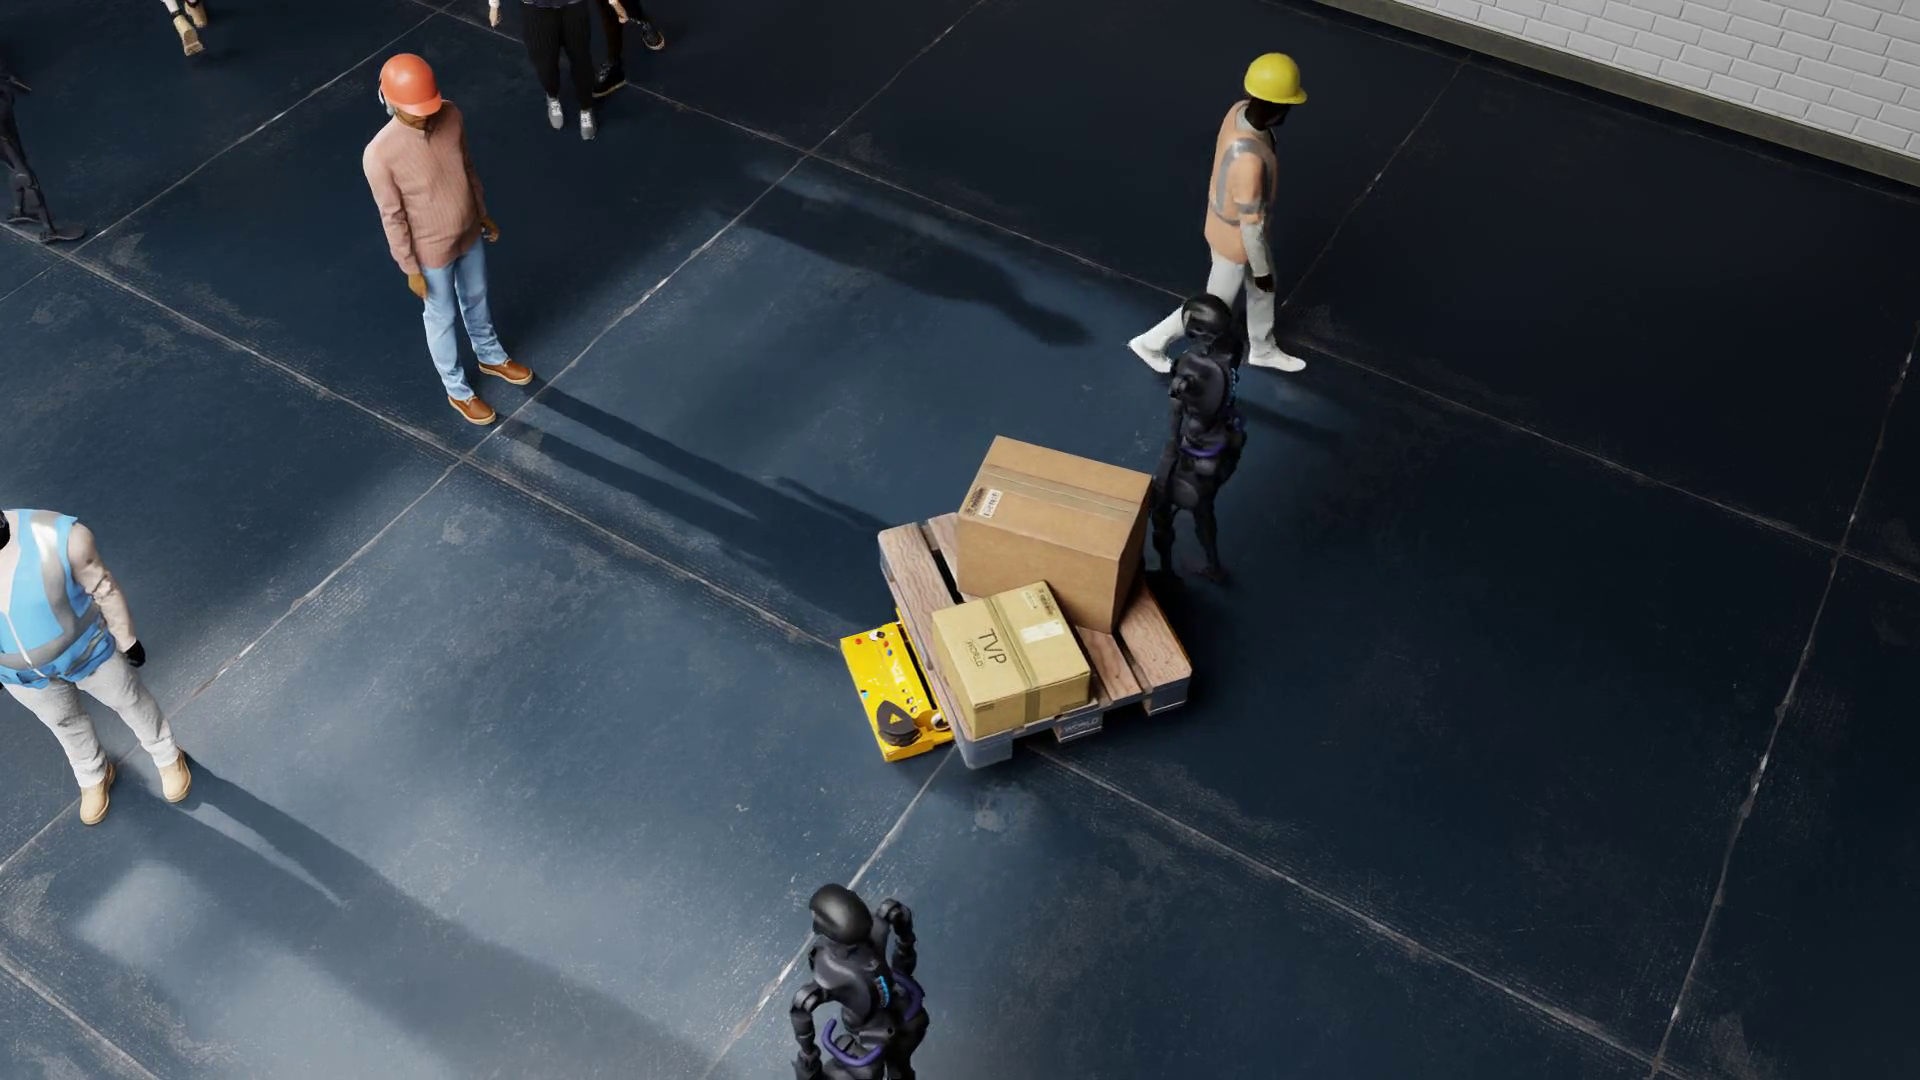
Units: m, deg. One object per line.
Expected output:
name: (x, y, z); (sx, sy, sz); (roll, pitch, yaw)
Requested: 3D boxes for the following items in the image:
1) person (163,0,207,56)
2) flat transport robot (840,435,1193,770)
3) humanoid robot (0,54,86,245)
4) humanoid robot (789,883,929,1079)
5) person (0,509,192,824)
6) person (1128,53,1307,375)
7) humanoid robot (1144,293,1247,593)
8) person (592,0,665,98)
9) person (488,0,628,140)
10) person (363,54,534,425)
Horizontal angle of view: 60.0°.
person: (-4.954, -3.887, 10.158); (0.485, 1.865, 0.774); (-22, 52, -18)
flat transport robot: (0.245, 0.486, 7.391); (1.431, 0.231, 0.659); (-15, 51, -13)
humanoid robot: (-5.230, -2.367, 8.955); (0.502, 1.654, 0.591); (-2, 49, -2)
humanoid robot: (-0.323, 1.621, 5.468); (0.483, 1.635, 0.601); (32, 56, 25)
person: (-3.476, 0.433, 6.393); (0.621, 1.845, 0.430); (-13, 50, -11)
person: (1.325, -1.514, 8.066); (0.880, 1.890, 0.598); (8, 49, 7)
humanoid robot: (1.036, -0.349, 7.189); (0.401, 1.639, 0.606); (32, 56, 25)
person: (-2.132, -3.669, 9.940); (0.605, 1.908, 0.829); (24, 53, 19)
person: (-2.311, -3.069, 9.517); (0.773, 1.744, 0.496); (-10, 50, -9)
person: (-2.442, -1.431, 7.927); (0.388, 1.987, 0.608); (22, 52, 18)
